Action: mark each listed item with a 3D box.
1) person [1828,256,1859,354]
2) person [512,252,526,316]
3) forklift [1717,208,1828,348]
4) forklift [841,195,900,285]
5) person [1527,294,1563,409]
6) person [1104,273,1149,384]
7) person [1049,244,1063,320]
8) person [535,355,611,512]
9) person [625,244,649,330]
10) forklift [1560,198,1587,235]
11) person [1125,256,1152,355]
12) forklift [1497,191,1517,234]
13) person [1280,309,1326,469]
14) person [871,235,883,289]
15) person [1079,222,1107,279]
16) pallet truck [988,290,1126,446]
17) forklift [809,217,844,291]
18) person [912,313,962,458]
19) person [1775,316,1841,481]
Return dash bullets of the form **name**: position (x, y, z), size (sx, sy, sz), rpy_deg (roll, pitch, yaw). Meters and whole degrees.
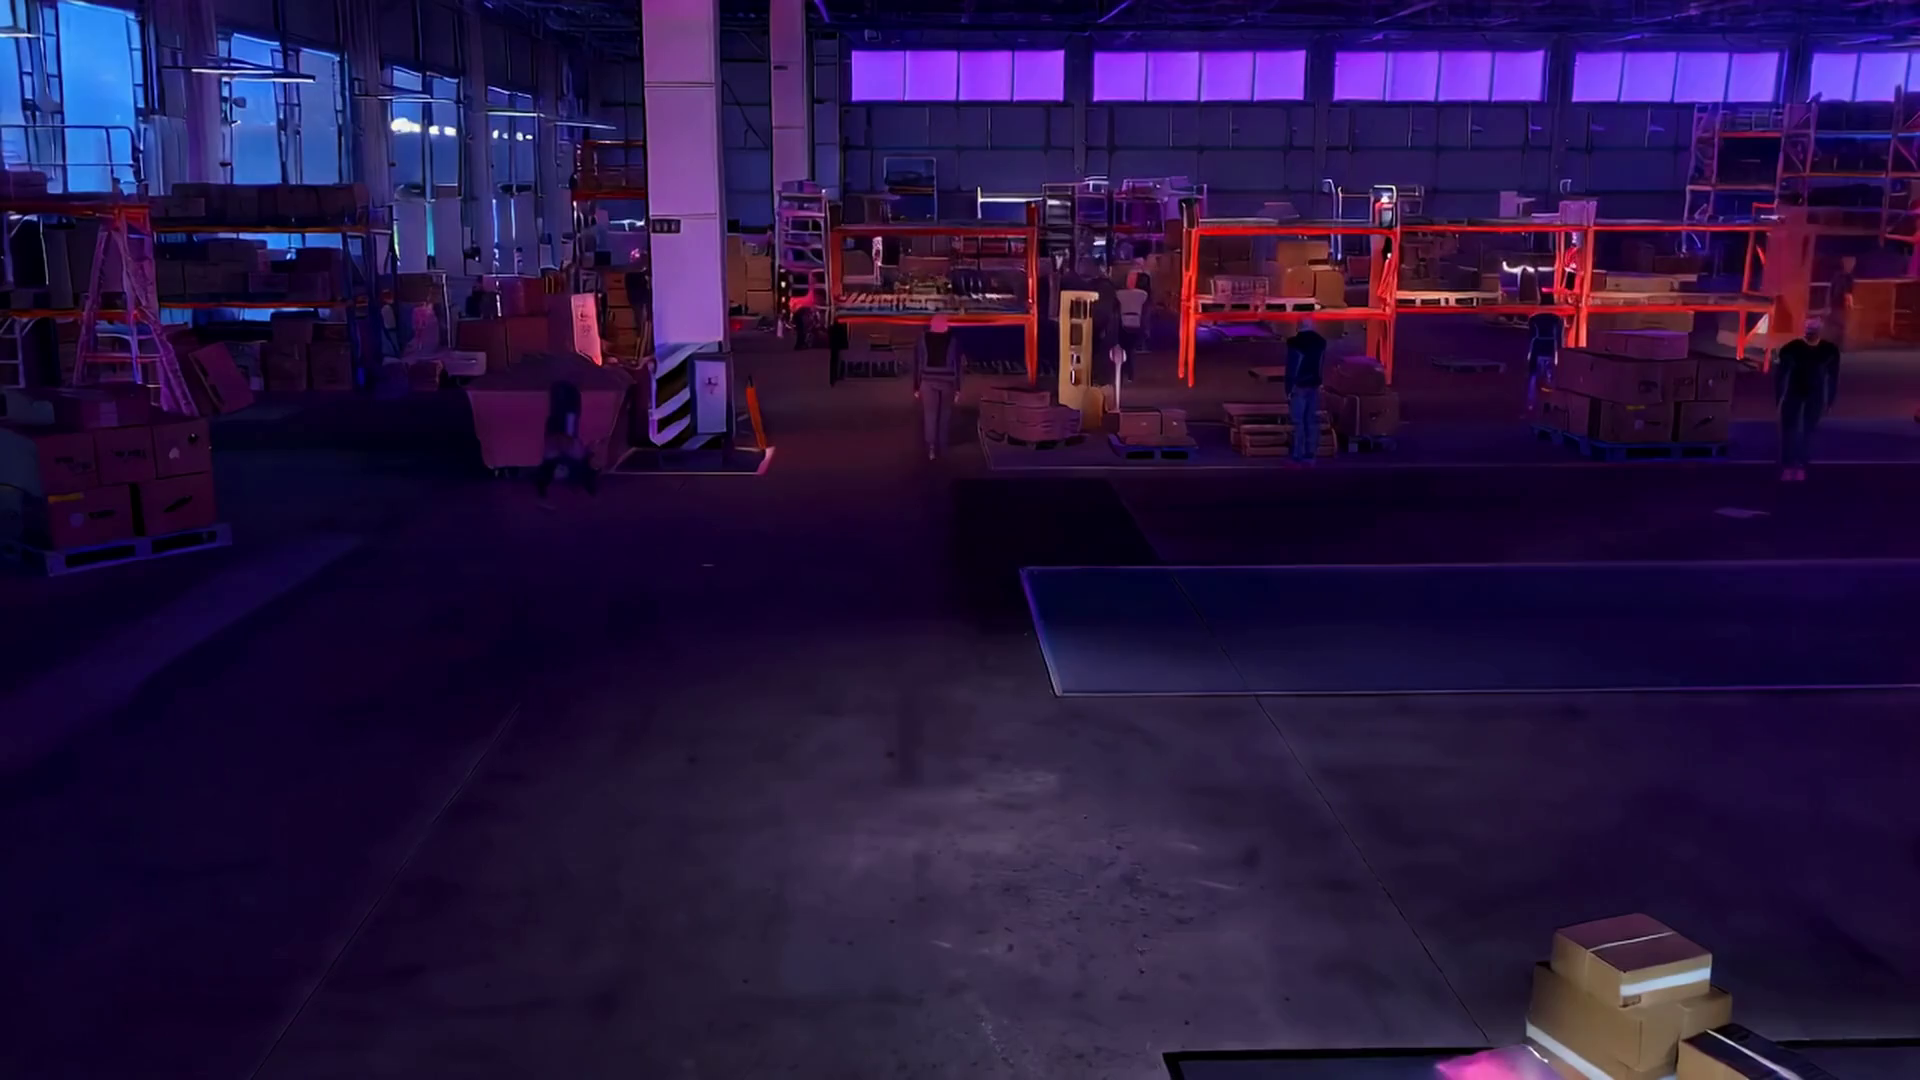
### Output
- **person**: position (17.307, -4.570, 32.493), size (0.719, 1.942, 0.620), rpy_deg (1, 13, 4)
- **person**: position (-10.785, -6.229, 40.691), size (0.314, 1.634, 0.517), rpy_deg (-7, 14, -27)
- **forklift**: position (16.688, -5.350, 33.876), size (1.873, 2.768, 1.129), rpy_deg (0, 12, -2)
- **forklift**: position (-2.876, -9.527, 52.734), size (1.873, 2.768, 1.129), rpy_deg (1, 12, 2)
- **person**: position (8.818, -2.838, 25.121), size (0.493, 1.743, 0.300), rpy_deg (5, 13, 21)
- **person**: position (2.820, -3.605, 28.316), size (0.725, 1.851, 0.998), rpy_deg (-3, 13, -13)
- **person**: position (2.328, -6.244, 40.304), size (0.340, 1.839, 0.501), rpy_deg (3, 13, 15)
- **person**: position (-4.140, -1.137, 17.627), size (0.547, 1.639, 0.916), rpy_deg (12, 17, 43)
- **person**: position (-7.332, -5.717, 37.686), size (0.551, 1.932, 0.377), rpy_deg (-7, 14, -28)
- **forklift**: position (17.199, -8.212, 46.797), size (1.873, 2.768, 1.129), rpy_deg (0, 12, -2)
- **person**: position (3.508, -4.600, 32.659), size (0.587, 1.928, 0.363), rpy_deg (8, 15, 33)
- **forklift**: position (20.644, -11.779, 62.901), size (1.873, 2.768, 1.129), rpy_deg (0, 12, -2)
- **person**: position (4.144, -1.821, 20.121), size (0.629, 1.935, 0.375), rpy_deg (-10, 16, -37)
- **person**: position (-2.549, -8.667, 51.141), size (0.343, 1.881, 0.580), rpy_deg (-6, 14, -24)
- **person**: position (4.452, -9.729, 55.893), size (0.990, 1.889, 0.660), rpy_deg (-3, 13, -15)
- **pallet truck**: position (1.257, -2.299, 22.111), size (1.885, 1.965, 0.823), rpy_deg (-9, 15, -35)
- **forklift**: position (-4.375, -8.619, 48.637), size (1.873, 2.768, 1.129), rpy_deg (0, 12, -2)
- **person**: position (-0.285, -1.950, 20.965), size (0.632, 1.812, 0.861), rpy_deg (0, 12, 1)
- **person**: position (9.738, -1.605, 19.147), size (0.653, 1.920, 0.671), rpy_deg (6, 14, 26)
